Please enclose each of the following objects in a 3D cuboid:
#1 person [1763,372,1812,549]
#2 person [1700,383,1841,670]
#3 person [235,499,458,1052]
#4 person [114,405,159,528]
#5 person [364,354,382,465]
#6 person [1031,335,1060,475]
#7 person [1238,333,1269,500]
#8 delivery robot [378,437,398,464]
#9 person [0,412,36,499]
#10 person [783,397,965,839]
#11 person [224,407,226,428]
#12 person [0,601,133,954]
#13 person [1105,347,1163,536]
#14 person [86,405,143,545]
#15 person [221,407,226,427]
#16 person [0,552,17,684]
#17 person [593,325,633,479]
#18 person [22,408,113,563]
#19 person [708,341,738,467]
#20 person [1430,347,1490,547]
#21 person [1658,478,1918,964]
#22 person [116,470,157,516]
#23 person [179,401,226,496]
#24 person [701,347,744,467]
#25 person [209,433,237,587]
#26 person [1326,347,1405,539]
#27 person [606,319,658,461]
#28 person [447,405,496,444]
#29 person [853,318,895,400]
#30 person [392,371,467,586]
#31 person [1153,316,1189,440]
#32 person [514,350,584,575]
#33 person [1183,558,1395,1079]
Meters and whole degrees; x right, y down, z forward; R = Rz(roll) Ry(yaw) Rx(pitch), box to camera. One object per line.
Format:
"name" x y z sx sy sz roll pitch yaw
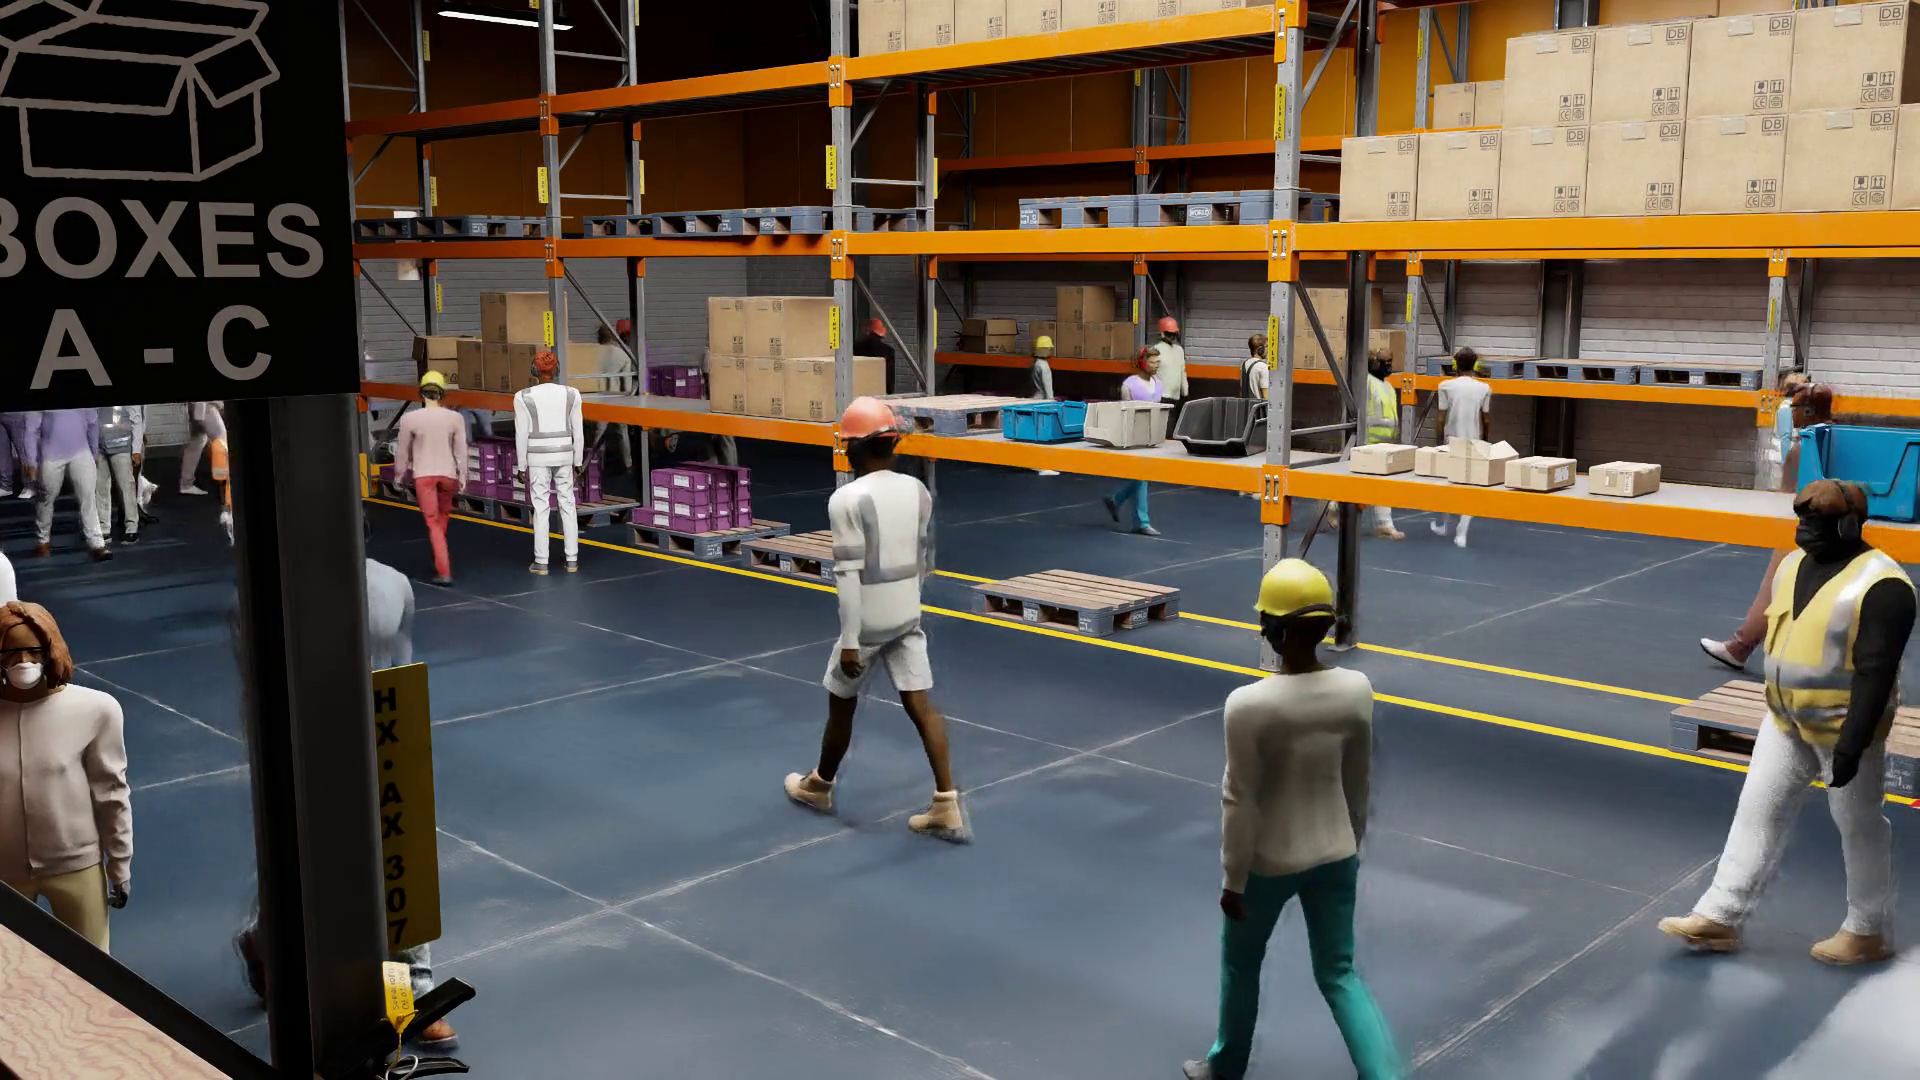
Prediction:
"person" 7.544 -0.707 15.124 0.380 1.629 0.532 8 12 40
"person" 5.250 -0.049 10.388 0.664 1.857 0.994 -7 11 -36
"person" -2.092 0.727 5.521 0.884 1.905 0.624 8 12 39
"person" -8.242 -1.092 16.519 0.356 1.936 0.551 0 9 -2
"person" -7.419 -1.622 20.214 0.653 1.791 0.971 7 12 37
"person" 1.053 -1.663 20.642 0.348 1.741 0.507 -1 9 -9
"person" 3.301 -1.368 18.498 0.345 1.847 0.508 -4 10 -25
"delivery robot" -6.893 -1.141 20.766 0.477 0.478 0.707 7 12 37
"person" -10.615 -1.402 18.522 0.646 1.908 0.408 1 9 9
"person" -0.373 0.346 7.581 1.069 1.985 0.637 8 13 42
"person" -8.614 -1.545 19.429 0.664 1.902 0.546 5 11 29
"person" -2.664 0.973 4.821 0.497 1.629 0.277 -4 10 -24
"person" 1.691 -0.965 16.106 0.677 1.826 0.573 8 12 42
"person" -7.881 -0.855 15.392 0.601 1.830 0.404 0 9 2
"person" -8.289 -1.516 19.309 0.666 1.878 0.546 -5 10 -27
"person" -3.737 0.631 6.125 0.559 1.896 0.989 -7 11 -35
"person" -4.324 -1.690 20.415 0.635 1.888 0.937 0 9 -2
"person" -7.851 -0.729 14.578 0.647 1.863 1.154 -9 13 -42
"person" -2.694 -1.507 19.141 0.421 1.917 0.623 1 9 5
"person" 4.671 -0.890 15.603 0.537 1.824 0.938 0 9 3
"person" 3.047 0.681 6.040 0.900 1.801 0.649 -2 9 -13
"person" -8.652 -1.186 17.321 0.618 1.864 0.493 4 10 24
"person" -8.388 -1.428 18.780 0.972 1.858 0.669 -5 11 -29
"person" -2.869 -1.758 20.289 0.769 2.000 0.681 7 12 36
"person" -5.218 -0.245 12.121 0.537 1.680 0.541 6 11 35
"person" 3.892 -0.923 15.827 0.709 1.825 0.633 9 13 43
"person" -4.394 -1.969 22.032 0.831 1.893 0.567 0 9 2
"person" -6.038 -1.655 20.636 0.637 1.722 0.469 -1 9 -7
"person" -1.184 -1.874 21.305 0.779 1.942 0.483 4 10 23
"person" -4.347 -0.514 13.626 0.533 1.720 0.898 -7 12 -38
"person" 2.578 -1.852 21.092 0.608 1.970 0.899 -9 13 -43
"person" -3.444 -0.648 13.970 0.576 1.882 0.355 -5 10 -28
"person" 0.997 0.915 4.846 0.536 1.736 0.842 -4 10 -23
